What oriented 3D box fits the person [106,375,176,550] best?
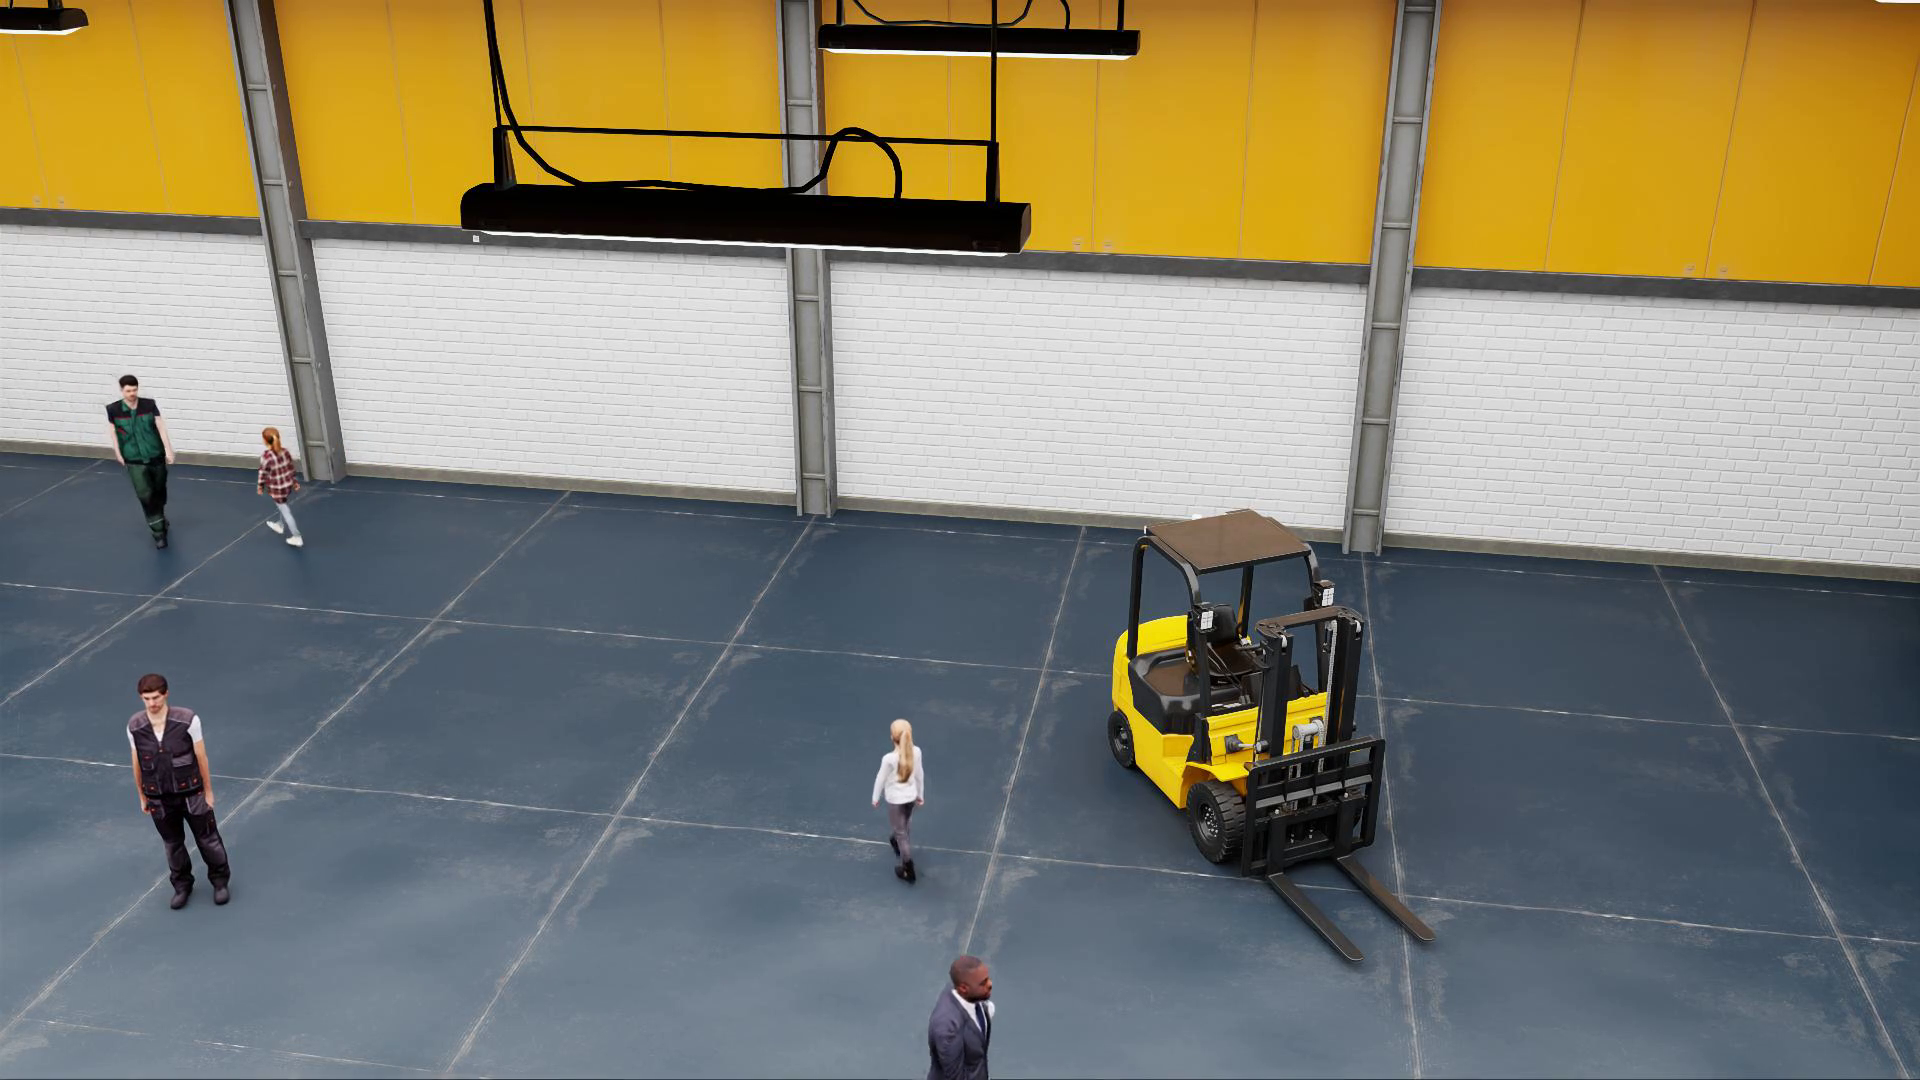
[{"bbox_3d":[-8.716,-0.894,17.764,1.260,1.852,1.279,-14,27,-30],"label":"person"}]

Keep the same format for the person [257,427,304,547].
[{"bbox_3d":[-7.177,-0.542,17.679,0.912,1.275,0.692,11,26,24],"label":"person"}]

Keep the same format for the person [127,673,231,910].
[{"bbox_3d":[-5.515,1.750,11.721,0.646,1.846,0.783,-5,24,-11],"label":"person"}]

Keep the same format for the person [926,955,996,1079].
[{"bbox_3d":[-0.083,2.983,8.952,0.808,1.805,0.768,9,25,19],"label":"person"}]

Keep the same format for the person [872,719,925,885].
[{"bbox_3d":[-0.392,1.916,12.076,0.783,1.259,0.832,-15,28,-31],"label":"person"}]
